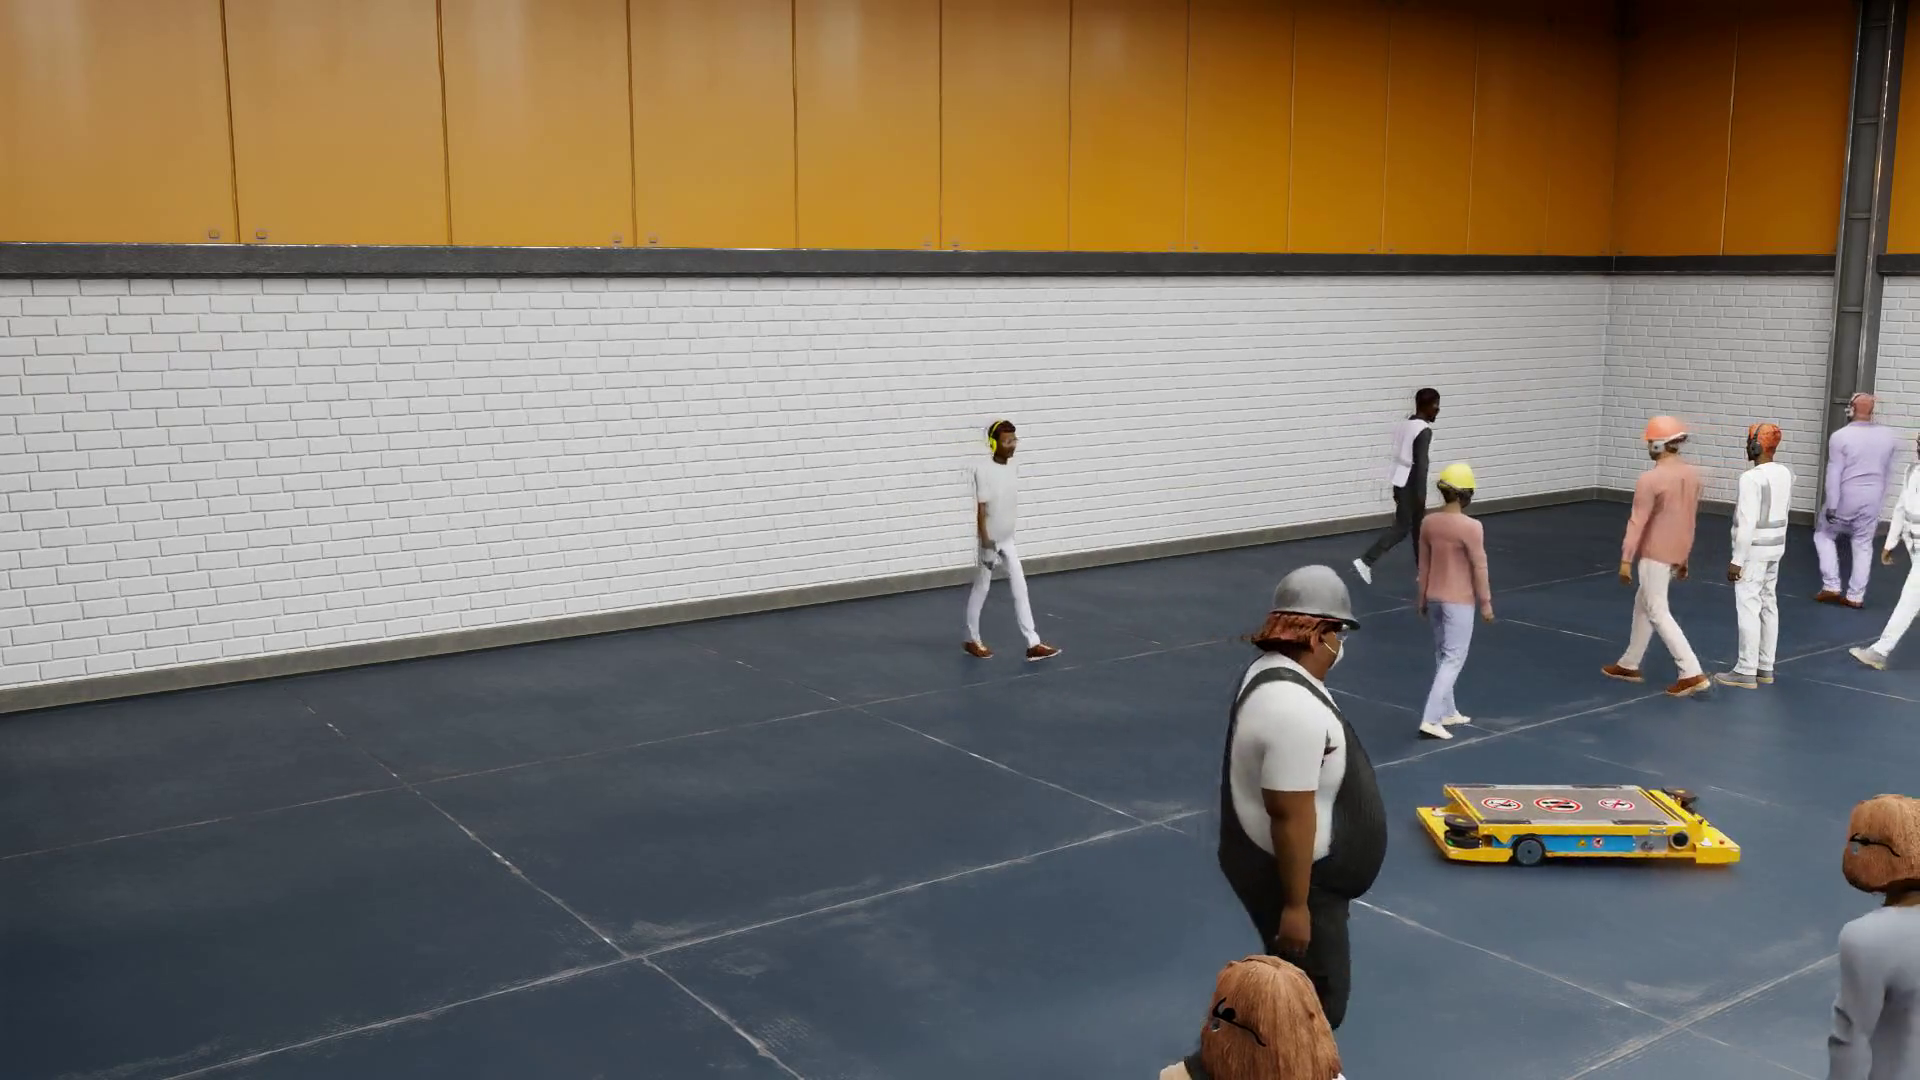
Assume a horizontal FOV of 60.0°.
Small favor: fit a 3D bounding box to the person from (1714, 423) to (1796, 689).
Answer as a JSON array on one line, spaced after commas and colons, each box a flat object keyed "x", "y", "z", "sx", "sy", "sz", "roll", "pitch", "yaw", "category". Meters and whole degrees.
[{"x": 5.646, "y": 0.109, "z": 11.793, "sx": 0.584, "sy": 1.882, "sz": 0.344, "roll": -7, "pitch": 11, "yaw": -35, "category": "person"}]

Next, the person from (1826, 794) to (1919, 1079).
[{"x": 2.464, "y": 1.468, "z": 4.244, "sx": 0.509, "sy": 1.604, "sz": 0.647, "roll": -6, "pitch": 11, "yaw": -31, "category": "person"}]

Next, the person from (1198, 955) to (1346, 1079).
[{"x": 0.598, "y": 1.610, "z": 3.305, "sx": 0.280, "sy": 1.634, "sz": 0.498, "roll": 8, "pitch": 12, "yaw": 39, "category": "person"}]

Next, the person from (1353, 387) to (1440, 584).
[{"x": 4.171, "y": -0.504, "z": 15.643, "sx": 0.907, "sy": 1.876, "sz": 0.641, "roll": 0, "pitch": 9, "yaw": -1, "category": "person"}]

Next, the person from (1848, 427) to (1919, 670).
[{"x": 7.079, "y": 0.054, "z": 12.293, "sx": 0.970, "sy": 1.827, "sz": 0.601, "roll": -1, "pitch": 9, "yaw": -7, "category": "person"}]

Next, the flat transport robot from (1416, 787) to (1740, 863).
[{"x": 3.136, "y": 1.444, "z": 8.519, "sx": 1.431, "sy": 0.197, "sz": 0.652, "roll": 0, "pitch": 9, "yaw": 1, "category": "flat transport robot"}]

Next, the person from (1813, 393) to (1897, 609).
[{"x": 7.808, "y": -0.350, "z": 14.599, "sx": 0.663, "sy": 1.883, "sz": 0.587, "roll": -1, "pitch": 9, "yaw": -7, "category": "person"}]

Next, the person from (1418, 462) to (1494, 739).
[{"x": 3.123, "y": 0.385, "z": 10.565, "sx": 0.521, "sy": 1.776, "sz": 0.528, "roll": -4, "pitch": 10, "yaw": -25, "category": "person"}]

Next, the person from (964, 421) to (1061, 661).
[{"x": 0.356, "y": 0.025, "z": 12.489, "sx": 0.930, "sy": 1.825, "sz": 0.547, "roll": 9, "pitch": 13, "yaw": 43, "category": "person"}]

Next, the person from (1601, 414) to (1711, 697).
[{"x": 4.925, "y": 0.107, "z": 11.632, "sx": 0.641, "sy": 1.957, "sz": 0.940, "roll": -6, "pitch": 11, "yaw": -33, "category": "person"}]
